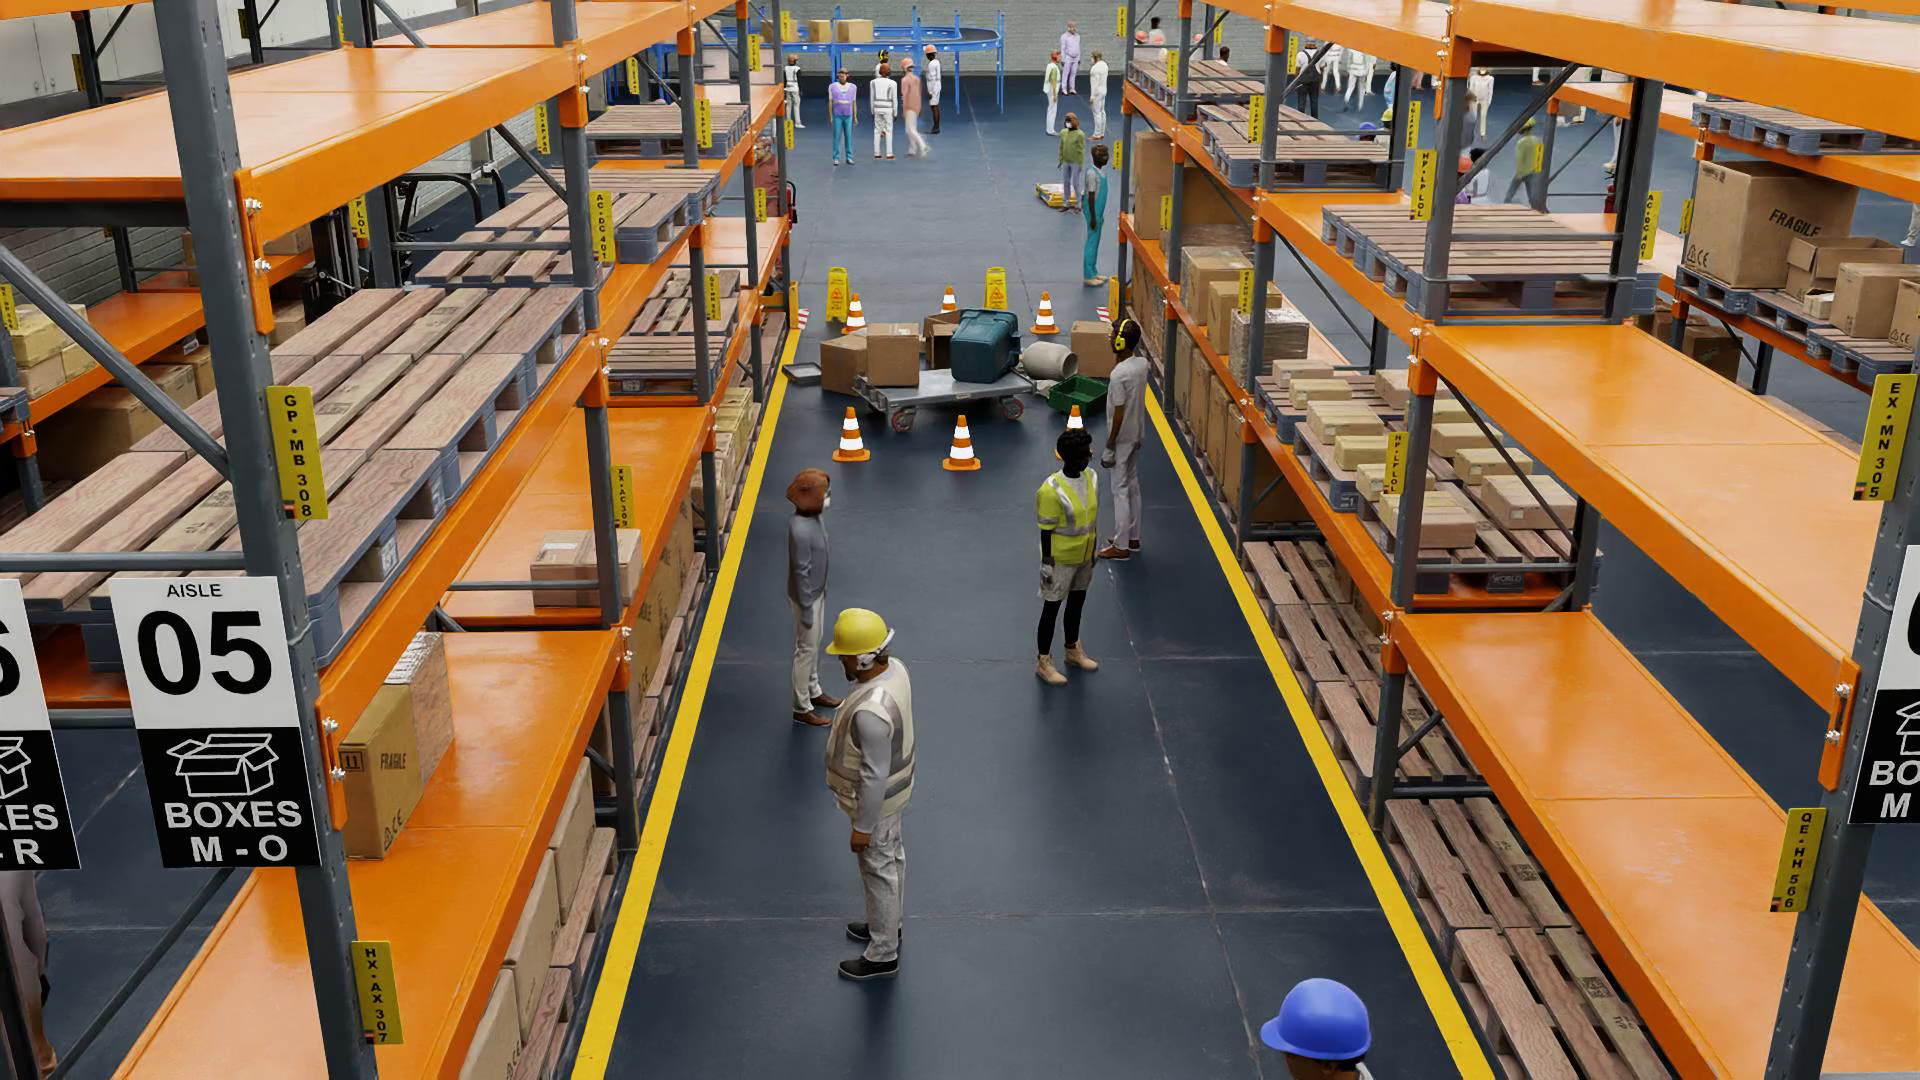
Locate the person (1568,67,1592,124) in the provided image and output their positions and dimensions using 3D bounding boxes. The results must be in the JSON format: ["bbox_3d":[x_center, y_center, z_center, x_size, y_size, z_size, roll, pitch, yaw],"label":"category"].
[{"bbox_3d":[14.471,-10.517,38.735,0.507,1.623,0.293,-15,25,-34],"label":"person"}]

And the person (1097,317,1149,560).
[{"bbox_3d":[1.225,-0.762,12.606,0.327,1.872,0.516,11,24,28],"label":"person"}]

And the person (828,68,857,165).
[{"bbox_3d":[-2.288,-8.268,32.490,0.564,1.837,0.388,-6,22,-16],"label":"person"}]

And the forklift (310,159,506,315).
[{"bbox_3d":[-5.622,-2.910,17.832,2.313,2.155,1.214,-1,21,-1],"label":"forklift"}]

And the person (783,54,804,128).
[{"bbox_3d":[-3.813,-10.265,38.044,0.523,1.638,0.310,15,25,34],"label":"person"}]

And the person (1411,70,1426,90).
[{"bbox_3d":[12.845,-13.419,46.061,0.456,1.881,0.665,-4,21,-9],"label":"person"}]

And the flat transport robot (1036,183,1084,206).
[{"bbox_3d":[1.737,-5.930,28.490,0.652,0.197,1.431,-2,21,-6],"label":"flat transport robot"}]

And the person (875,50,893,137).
[{"bbox_3d":[-1.693,-9.819,36.569,0.329,1.861,0.502,7,22,18],"label":"person"}]

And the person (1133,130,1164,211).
[{"bbox_3d":[2.687,-4.704,22.985,0.634,1.886,0.650,-6,22,-16],"label":"person"}]

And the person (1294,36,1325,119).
[{"bbox_3d":[8.021,-10.590,38.345,0.682,2.000,0.536,0,21,0],"label":"person"}]

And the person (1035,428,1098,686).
[{"bbox_3d":[0.693,0.095,10.592,0.316,1.692,0.535,19,28,40],"label":"person"}]

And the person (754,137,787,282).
[{"bbox_3d":[-2.589,-4.418,22.221,0.652,1.904,0.402,19,28,41],"label":"person"}]

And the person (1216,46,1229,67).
[{"bbox_3d":[5.739,-9.928,36.786,0.400,1.908,0.599,-6,22,-15],"label":"person"}]

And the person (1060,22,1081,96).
[{"bbox_3d":[2.994,-12.941,44.747,0.643,1.908,0.399,-14,25,-33],"label":"person"}]

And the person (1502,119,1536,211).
[{"bbox_3d":[8.748,-5.749,26.002,0.537,1.716,0.930,-16,26,-35],"label":"person"}]

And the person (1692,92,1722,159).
[{"bbox_3d":[14.800,-8.298,32.902,0.529,1.594,0.842,-2,21,-6],"label":"person"}]

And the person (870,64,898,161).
[{"bbox_3d":[-1.507,-8.497,33.049,0.569,1.878,0.351,6,22,16],"label":"person"}]

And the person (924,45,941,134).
[{"bbox_3d":[-0.620,-10.000,36.945,0.385,1.927,0.545,4,21,11],"label":"person"}]

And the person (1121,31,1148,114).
[{"bbox_3d":[4.236,-11.367,40.480,0.566,1.992,0.674,-3,21,-9],"label":"person"}]

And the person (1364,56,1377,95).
[{"bbox_3d":[11.084,-12.923,44.913,0.338,1.747,0.571,-7,22,-18],"label":"person"}]

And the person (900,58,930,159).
[{"bbox_3d":[-0.895,-8.616,33.251,0.744,1.963,0.655,11,23,26],"label":"person"}]

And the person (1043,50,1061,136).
[{"bbox_3d":[2.028,-9.852,36.679,0.390,1.837,0.576,-2,21,-4],"label":"person"}]

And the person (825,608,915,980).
[{"bbox_3d":[-0.411,1.153,7.609,0.403,1.824,0.589,2,21,6],"label":"person"}]

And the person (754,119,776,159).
[{"bbox_3d":[-3.620,-7.340,30.044,0.600,1.831,0.404,-6,21,-15],"label":"person"}]

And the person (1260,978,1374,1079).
[{"bbox_3d":[1.055,2.128,4.891,0.434,1.934,0.626,1,21,3],"label":"person"}]

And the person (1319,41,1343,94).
[{"bbox_3d":[10.159,-13.089,45.239,0.588,1.845,0.961,-5,21,-13],"label":"person"}]

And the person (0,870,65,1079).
[{"bbox_3d":[-3.666,1.714,6.222,0.326,1.752,0.561,8,22,21],"label":"person"}]

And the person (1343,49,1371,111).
[{"bbox_3d":[9.805,-11.553,41.058,0.609,1.921,0.823,12,24,28],"label":"person"}]

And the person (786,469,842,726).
[{"bbox_3d":[-0.899,0.340,10.038,0.285,1.623,0.509,2,21,5],"label":"person"}]

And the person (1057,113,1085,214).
[{"bbox_3d":[1.828,-6.169,27.243,0.507,1.628,0.278,19,28,41],"label":"person"}]

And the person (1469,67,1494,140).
[{"bbox_3d":[11.272,-9.513,36.075,0.497,1.626,0.279,7,22,18],"label":"person"}]

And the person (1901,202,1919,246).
[{"bbox_3d":[14.302,-5.214,24.561,0.484,1.737,0.322,1,21,4],"label":"person"}]

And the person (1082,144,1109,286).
[{"bbox_3d":[1.798,-4.304,22.002,0.326,1.843,0.515,6,22,16],"label":"person"}]

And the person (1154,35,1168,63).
[{"bbox_3d":[4.804,-11.221,40.195,0.556,1.908,0.617,-4,21,-9],"label":"person"}]

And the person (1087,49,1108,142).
[{"bbox_3d":[2.959,-9.566,35.789,0.373,1.935,0.627,10,23,24],"label":"person"}]
